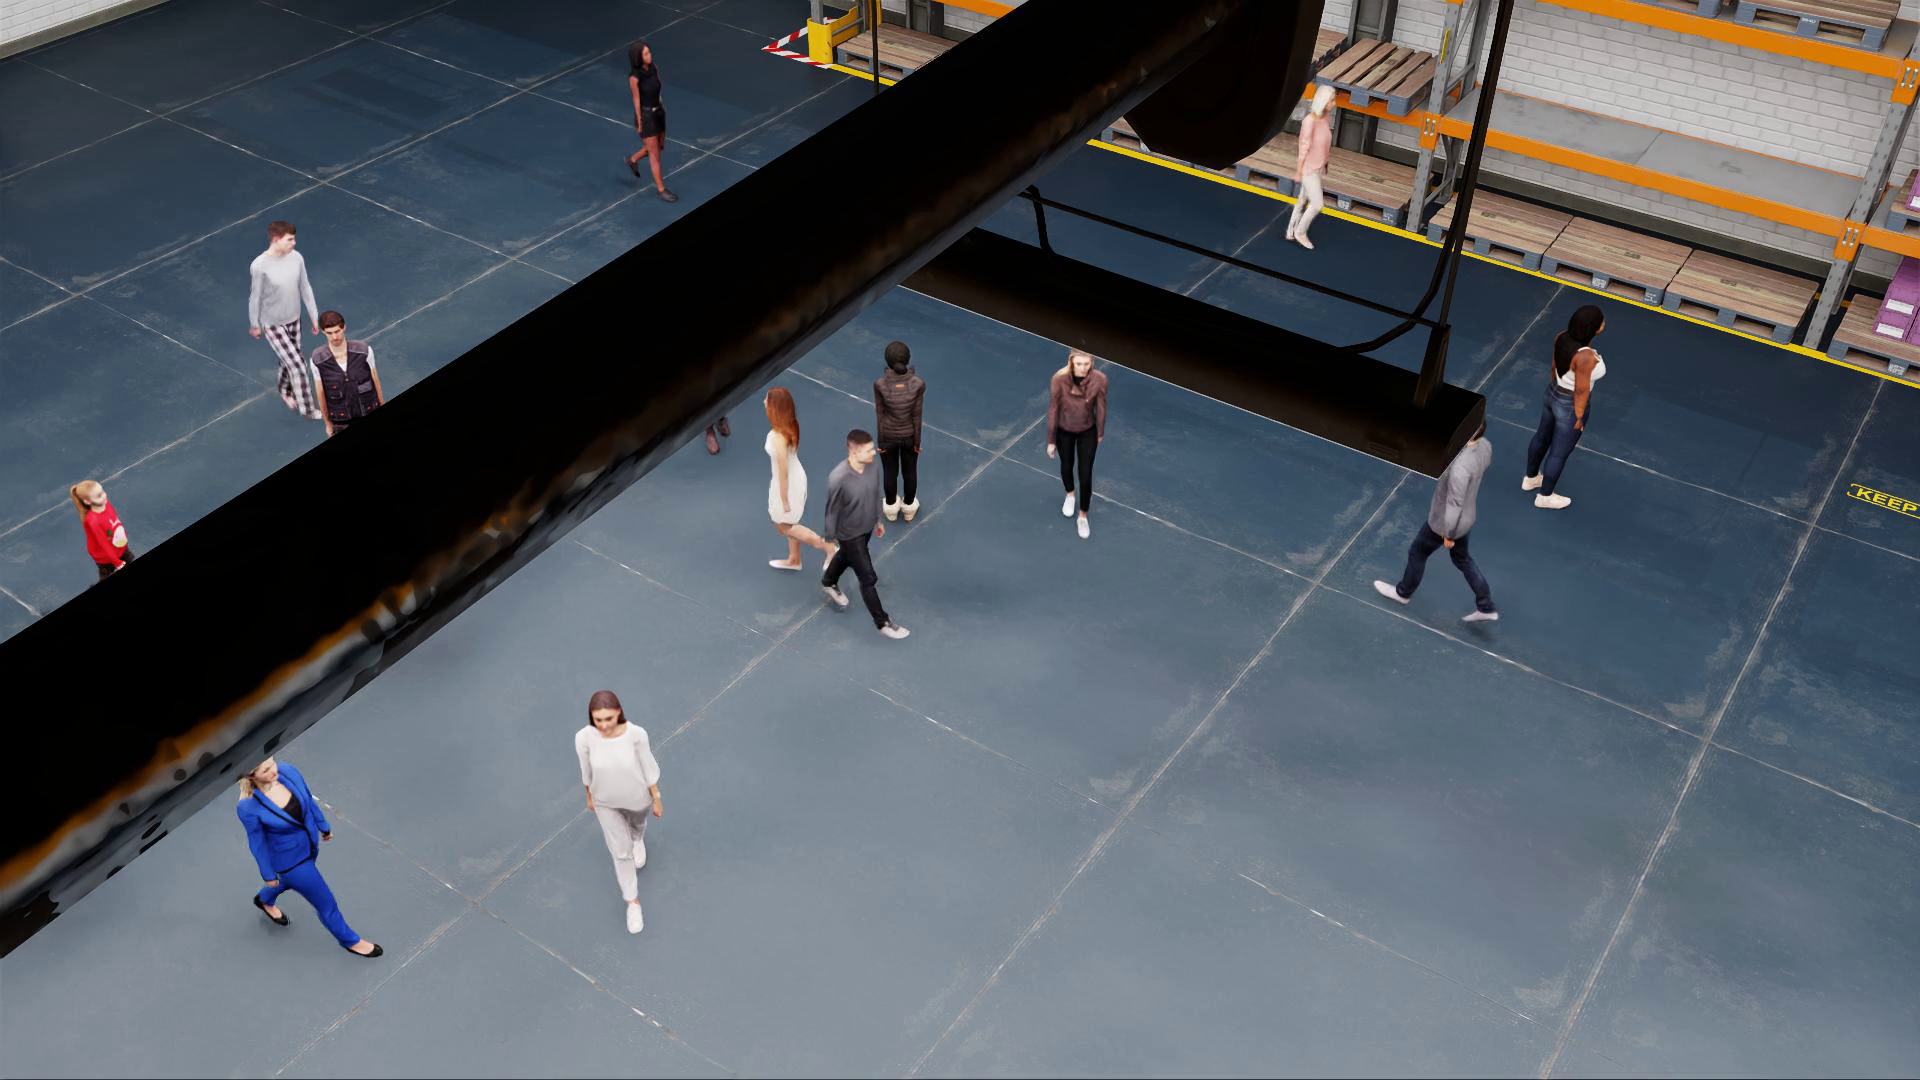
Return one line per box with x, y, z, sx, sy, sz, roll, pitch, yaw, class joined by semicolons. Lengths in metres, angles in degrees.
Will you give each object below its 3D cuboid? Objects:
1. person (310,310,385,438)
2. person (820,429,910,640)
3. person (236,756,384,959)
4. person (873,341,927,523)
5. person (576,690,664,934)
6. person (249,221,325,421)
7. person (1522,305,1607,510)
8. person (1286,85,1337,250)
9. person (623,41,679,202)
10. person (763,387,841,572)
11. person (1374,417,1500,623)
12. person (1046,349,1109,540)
-4.802;-1.006;13.211;0.742;1.849;0.743;-17;42;-20;person
-0.821;-0.108;12.195;1.141;1.714;0.641;27;46;30;person
-4.004;1.830;9.810;1.214;1.663;0.885;10;40;12;person
-0.477;-0.818;13.127;0.700;1.660;0.761;31;48;33;person
-2.071;1.514;10.219;1.046;1.646;1.128;-8;39;-10;person
-5.915;-1.904;14.379;0.900;1.794;0.708;31;48;33;person
4.846;-1.085;13.342;0.795;1.809;0.738;-6;39;-7;person
3.470;-3.783;16.798;0.596;1.713;0.593;23;44;26;person
-3.356;-4.456;17.630;0.991;1.725;0.684;17;42;20;person
-1.212;-0.413;12.590;0.946;1.697;0.775;6;39;8;person
3.666;-0.129;12.121;1.220;1.839;0.790;29;47;32;person
0.918;-0.898;13.212;0.862;1.680;0.876;4;39;5;person
